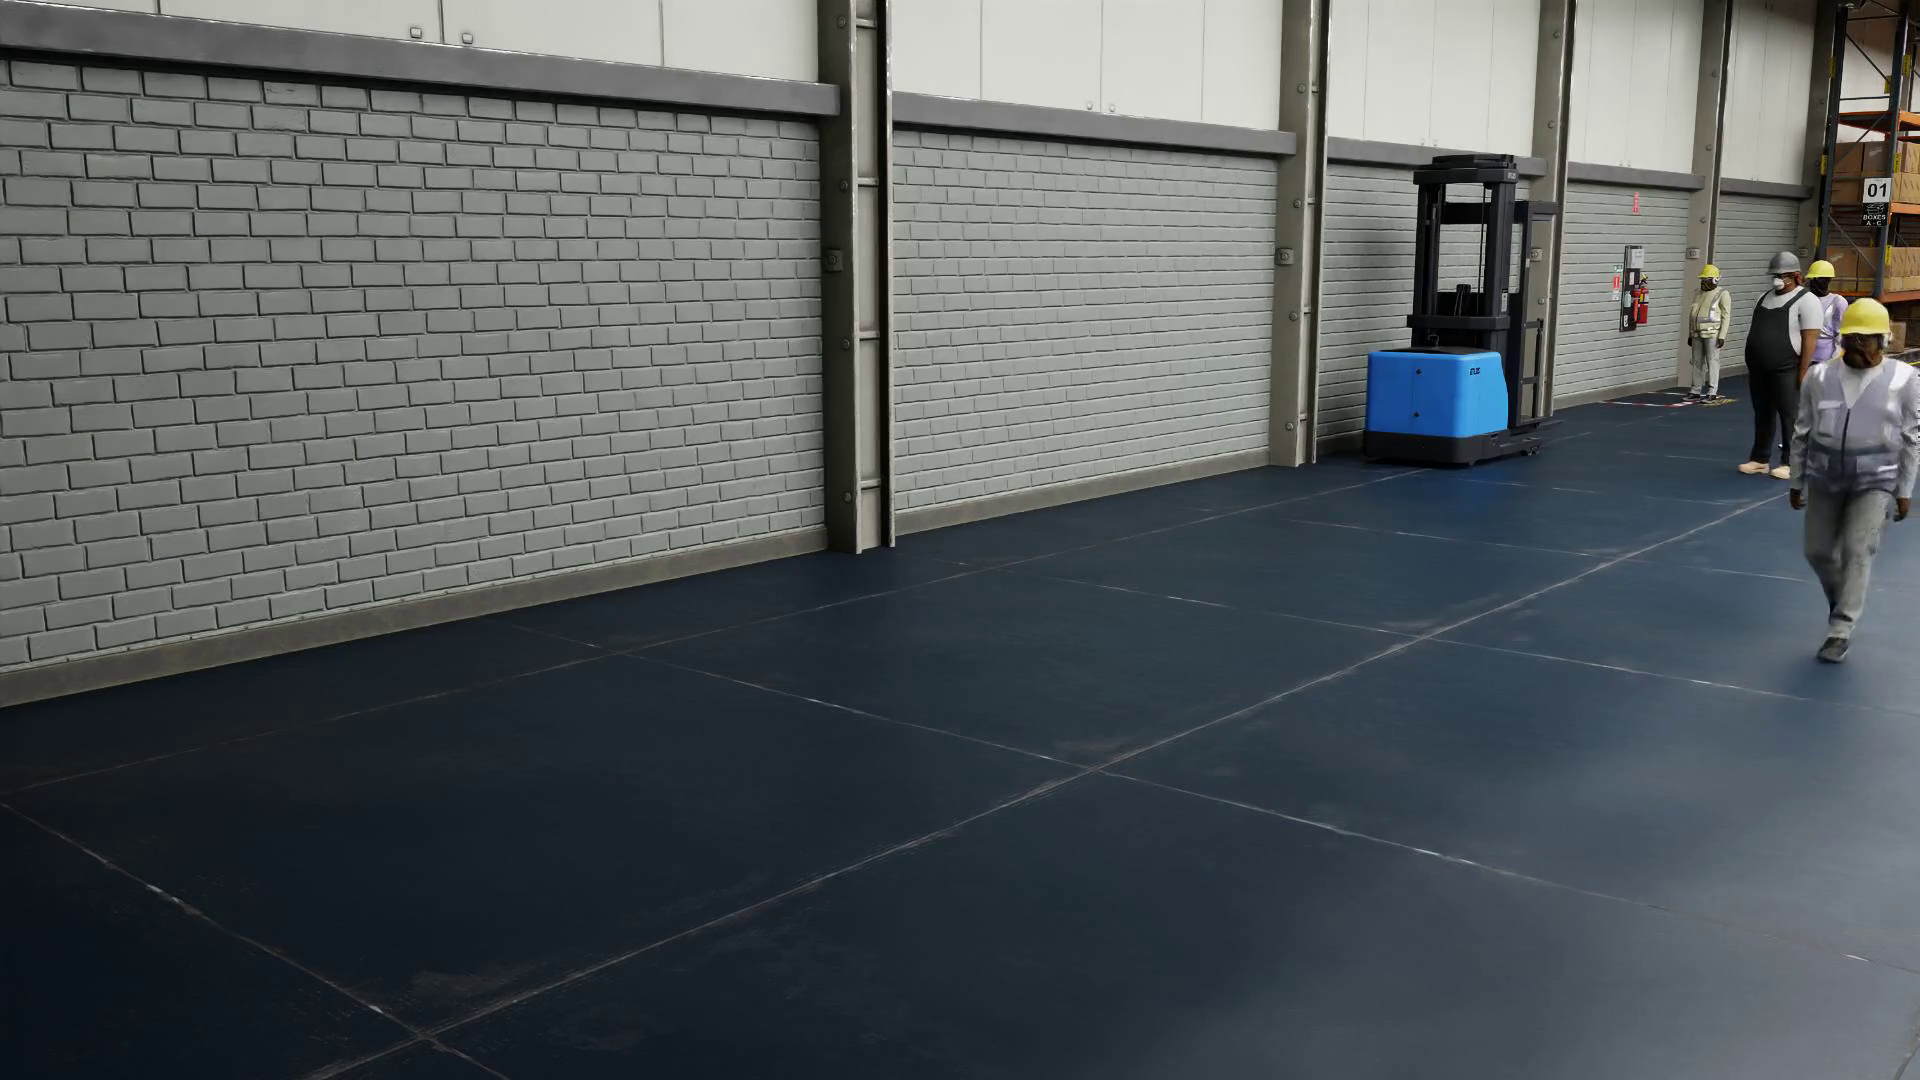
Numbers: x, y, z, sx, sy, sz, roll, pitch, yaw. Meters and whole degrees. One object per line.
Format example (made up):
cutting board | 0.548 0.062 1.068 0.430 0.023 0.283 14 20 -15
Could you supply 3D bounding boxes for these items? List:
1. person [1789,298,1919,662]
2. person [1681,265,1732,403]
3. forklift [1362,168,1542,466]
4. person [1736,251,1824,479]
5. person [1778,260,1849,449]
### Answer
person | 4.540 -0.321 8.447 0.595 1.812 0.649 9 14 43
person | 9.963 -2.751 22.216 0.404 1.830 0.599 -4 11 -23
forklift | 4.875 -2.212 16.287 1.129 2.768 1.873 8 13 40
person | 7.376 -1.575 15.048 0.535 2.000 0.680 -3 10 -18
person | 8.663 -1.856 16.846 0.370 1.929 0.585 -4 11 -19
